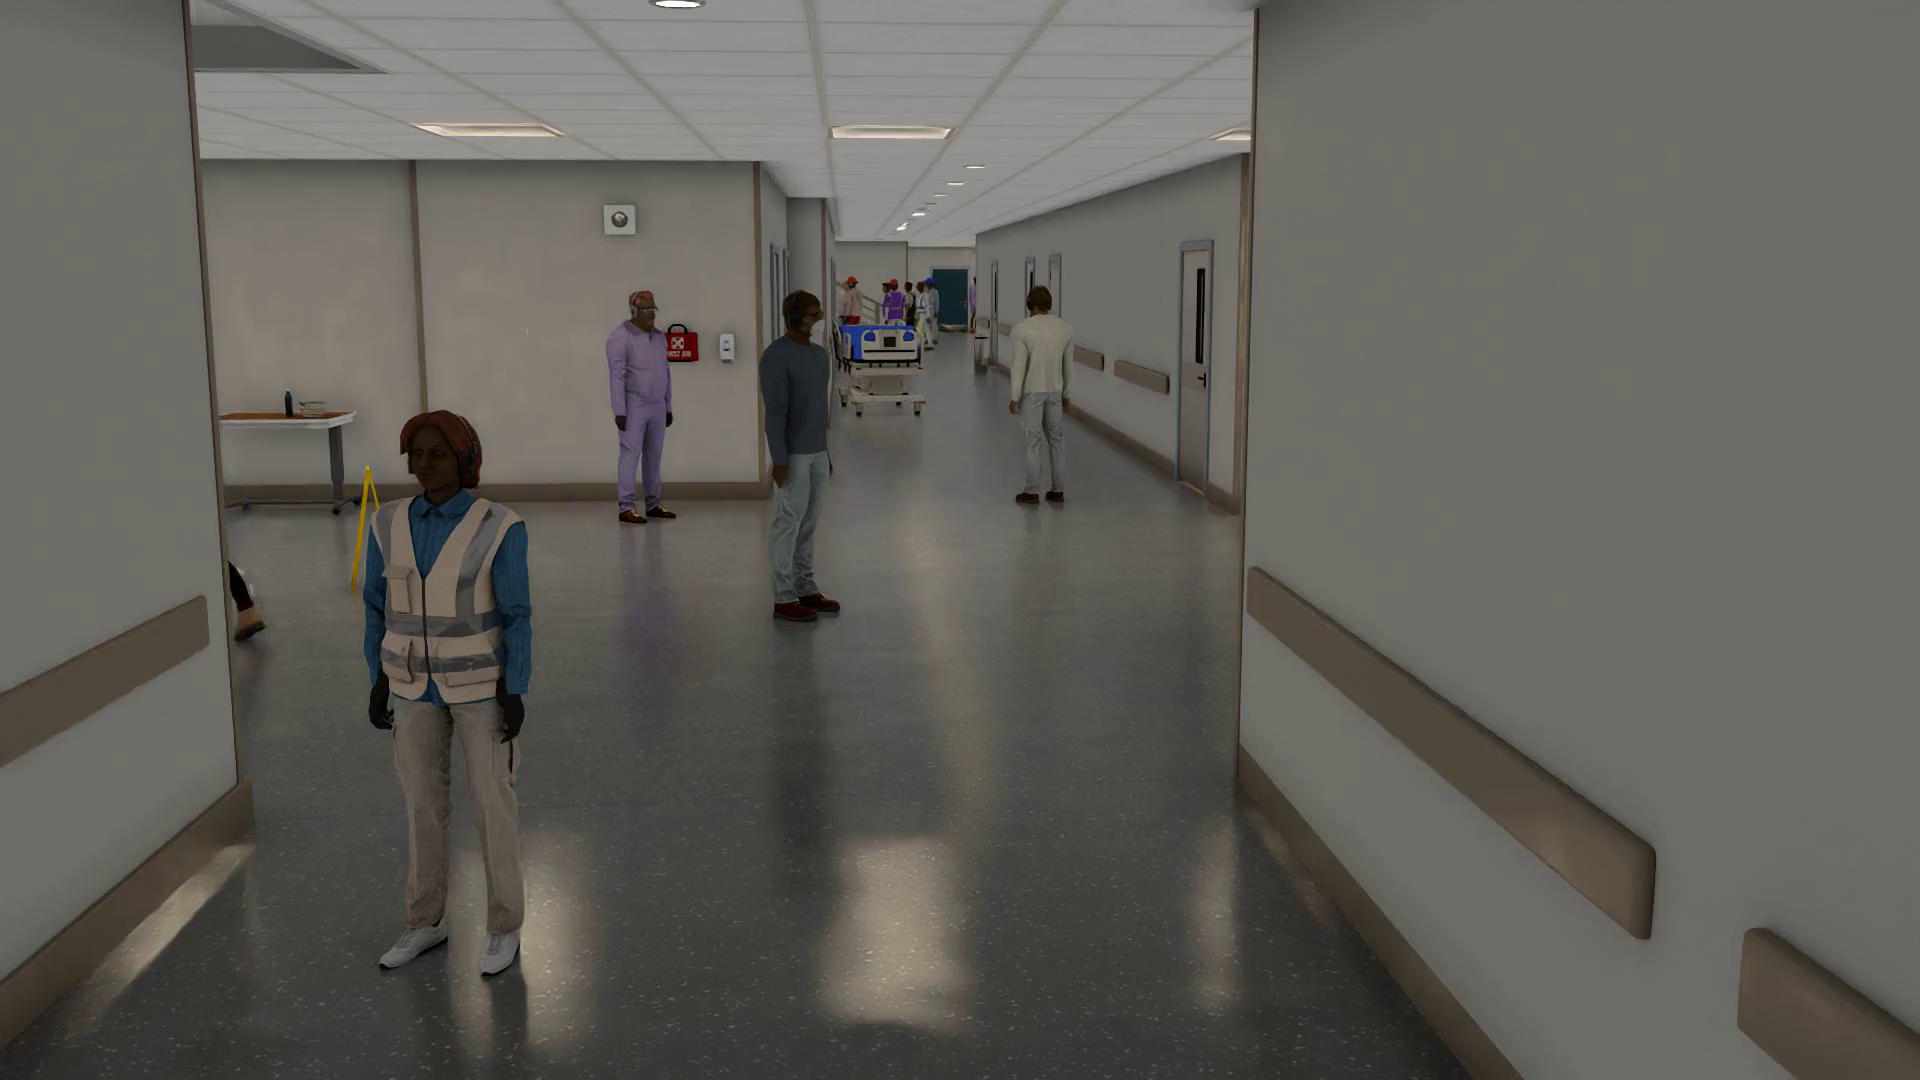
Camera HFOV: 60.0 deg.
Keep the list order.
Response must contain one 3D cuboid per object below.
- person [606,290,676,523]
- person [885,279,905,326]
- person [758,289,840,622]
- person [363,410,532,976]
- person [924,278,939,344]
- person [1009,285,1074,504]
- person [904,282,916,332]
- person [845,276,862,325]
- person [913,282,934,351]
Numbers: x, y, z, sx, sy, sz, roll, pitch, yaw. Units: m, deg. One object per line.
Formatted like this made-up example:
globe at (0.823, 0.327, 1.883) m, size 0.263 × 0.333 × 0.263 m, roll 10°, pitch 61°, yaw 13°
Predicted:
person at (-2.595, -1.092, 13.669) m, size 0.399 × 1.899 × 0.648 m, roll 6°, pitch 11°, yaw 32°
person at (-1.646, -5.595, 41.811) m, size 0.549 × 1.933 × 0.373 m, roll -4°, pitch 10°, yaw -23°
person at (-0.938, -0.498, 9.804) m, size 0.362 × 1.938 × 0.636 m, roll 4°, pitch 10°, yaw 23°
person at (-1.481, 0.441, 4.835) m, size 0.514 × 1.645 × 0.307 m, roll 2°, pitch 9°, yaw 11°
person at (-0.852, -6.692, 48.661) m, size 0.402 × 1.949 × 0.605 m, roll -7°, pitch 11°, yaw -36°
person at (0.717, -1.284, 14.745) m, size 0.635 × 1.936 × 0.355 m, roll -5°, pitch 10°, yaw -27°
person at (-1.385, -6.213, 45.999) m, size 0.344 × 1.840 × 0.517 m, roll 4°, pitch 10°, yaw 25°
person at (-2.782, -5.865, 43.334) m, size 0.384 × 1.991 × 0.609 m, roll 6°, pitch 11°, yaw 31°
person at (-1.109, -5.982, 44.531) m, size 0.926 × 1.840 × 0.602 m, roll -3°, pitch 10°, yaw -19°
